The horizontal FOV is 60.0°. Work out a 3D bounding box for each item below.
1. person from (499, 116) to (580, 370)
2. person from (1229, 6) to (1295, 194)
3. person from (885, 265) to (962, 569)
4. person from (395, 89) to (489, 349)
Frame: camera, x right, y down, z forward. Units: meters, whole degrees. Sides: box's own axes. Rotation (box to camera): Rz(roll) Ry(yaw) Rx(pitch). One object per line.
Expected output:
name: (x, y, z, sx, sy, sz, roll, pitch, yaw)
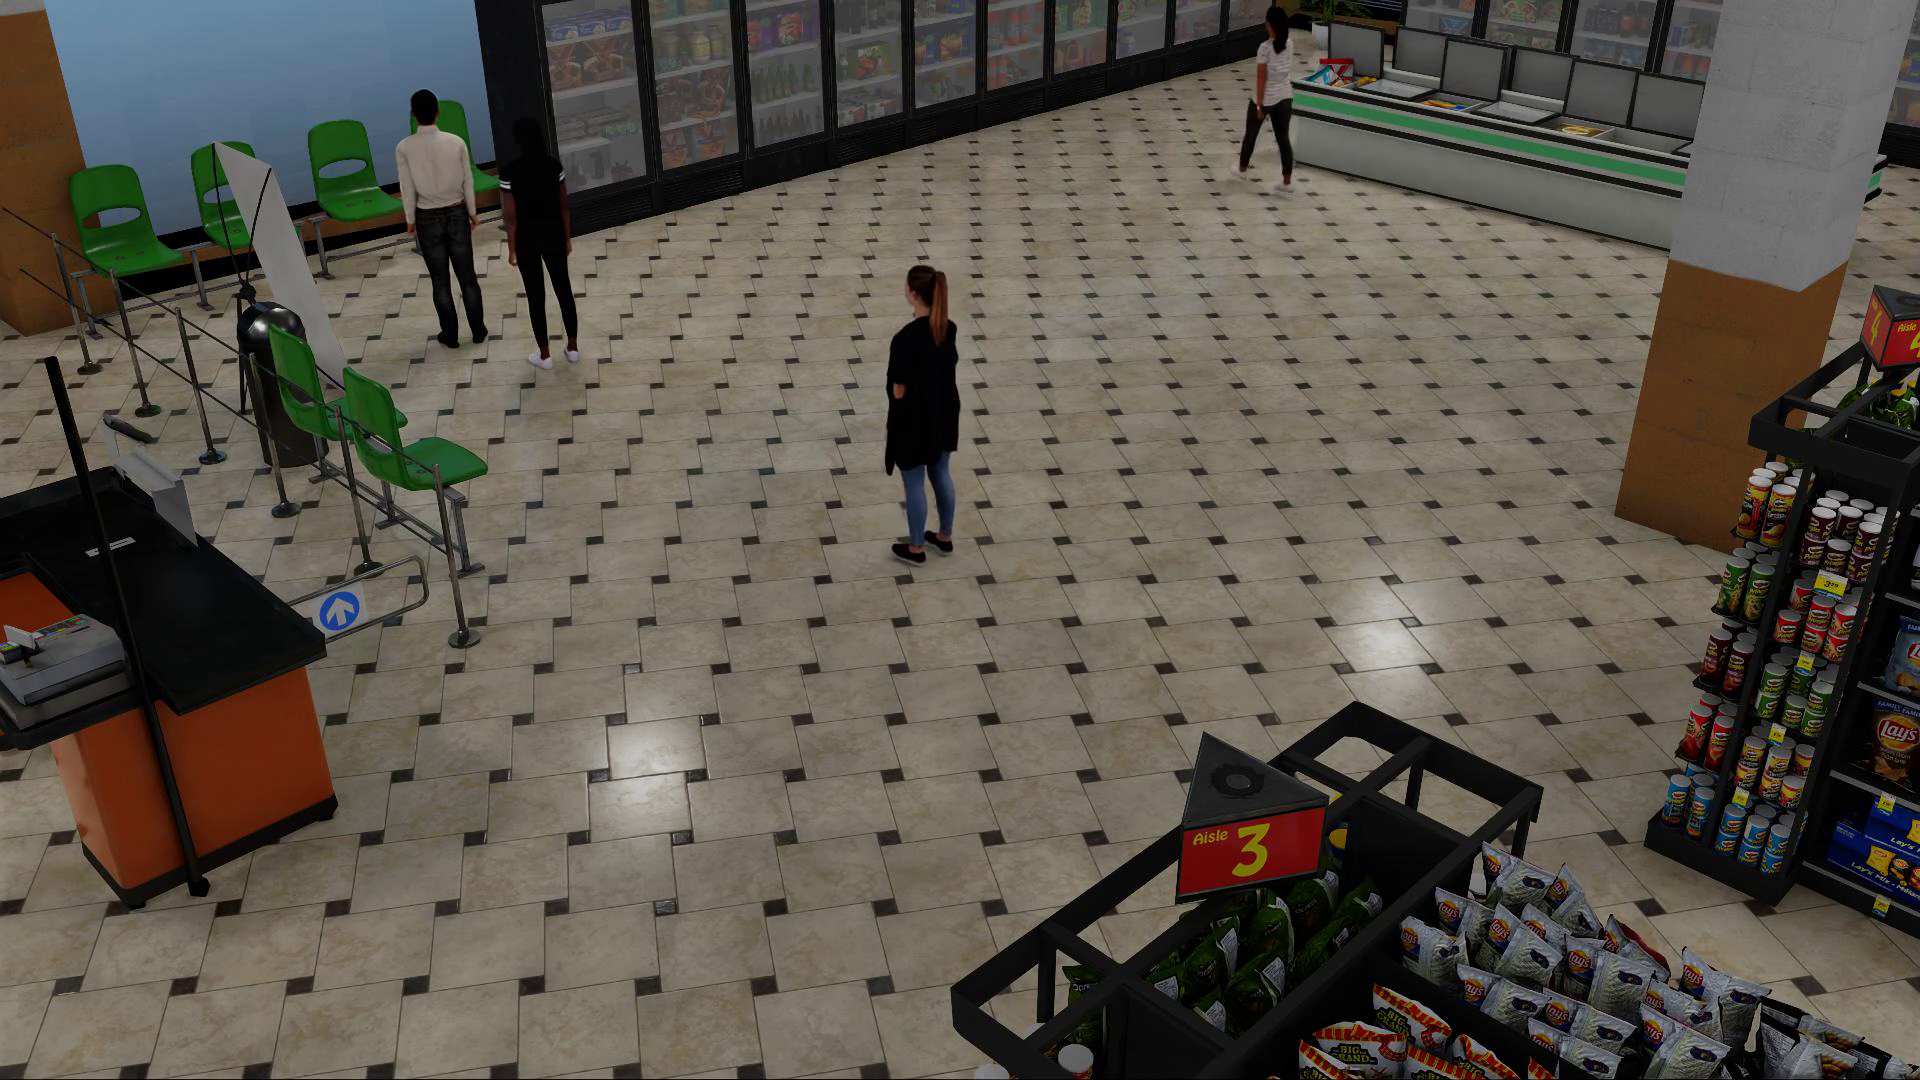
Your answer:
person: (-2.859, -2.029, 11.341, 0.651, 1.743, 0.626, -18, 33, -29)
person: (2.863, -3.897, 14.914, 0.831, 1.595, 1.149, -12, 31, -22)
person: (-0.167, -0.650, 8.878, 0.627, 1.682, 0.545, -25, 37, -37)
person: (-3.626, -2.239, 11.652, 0.724, 1.811, 0.683, -12, 31, -20)
